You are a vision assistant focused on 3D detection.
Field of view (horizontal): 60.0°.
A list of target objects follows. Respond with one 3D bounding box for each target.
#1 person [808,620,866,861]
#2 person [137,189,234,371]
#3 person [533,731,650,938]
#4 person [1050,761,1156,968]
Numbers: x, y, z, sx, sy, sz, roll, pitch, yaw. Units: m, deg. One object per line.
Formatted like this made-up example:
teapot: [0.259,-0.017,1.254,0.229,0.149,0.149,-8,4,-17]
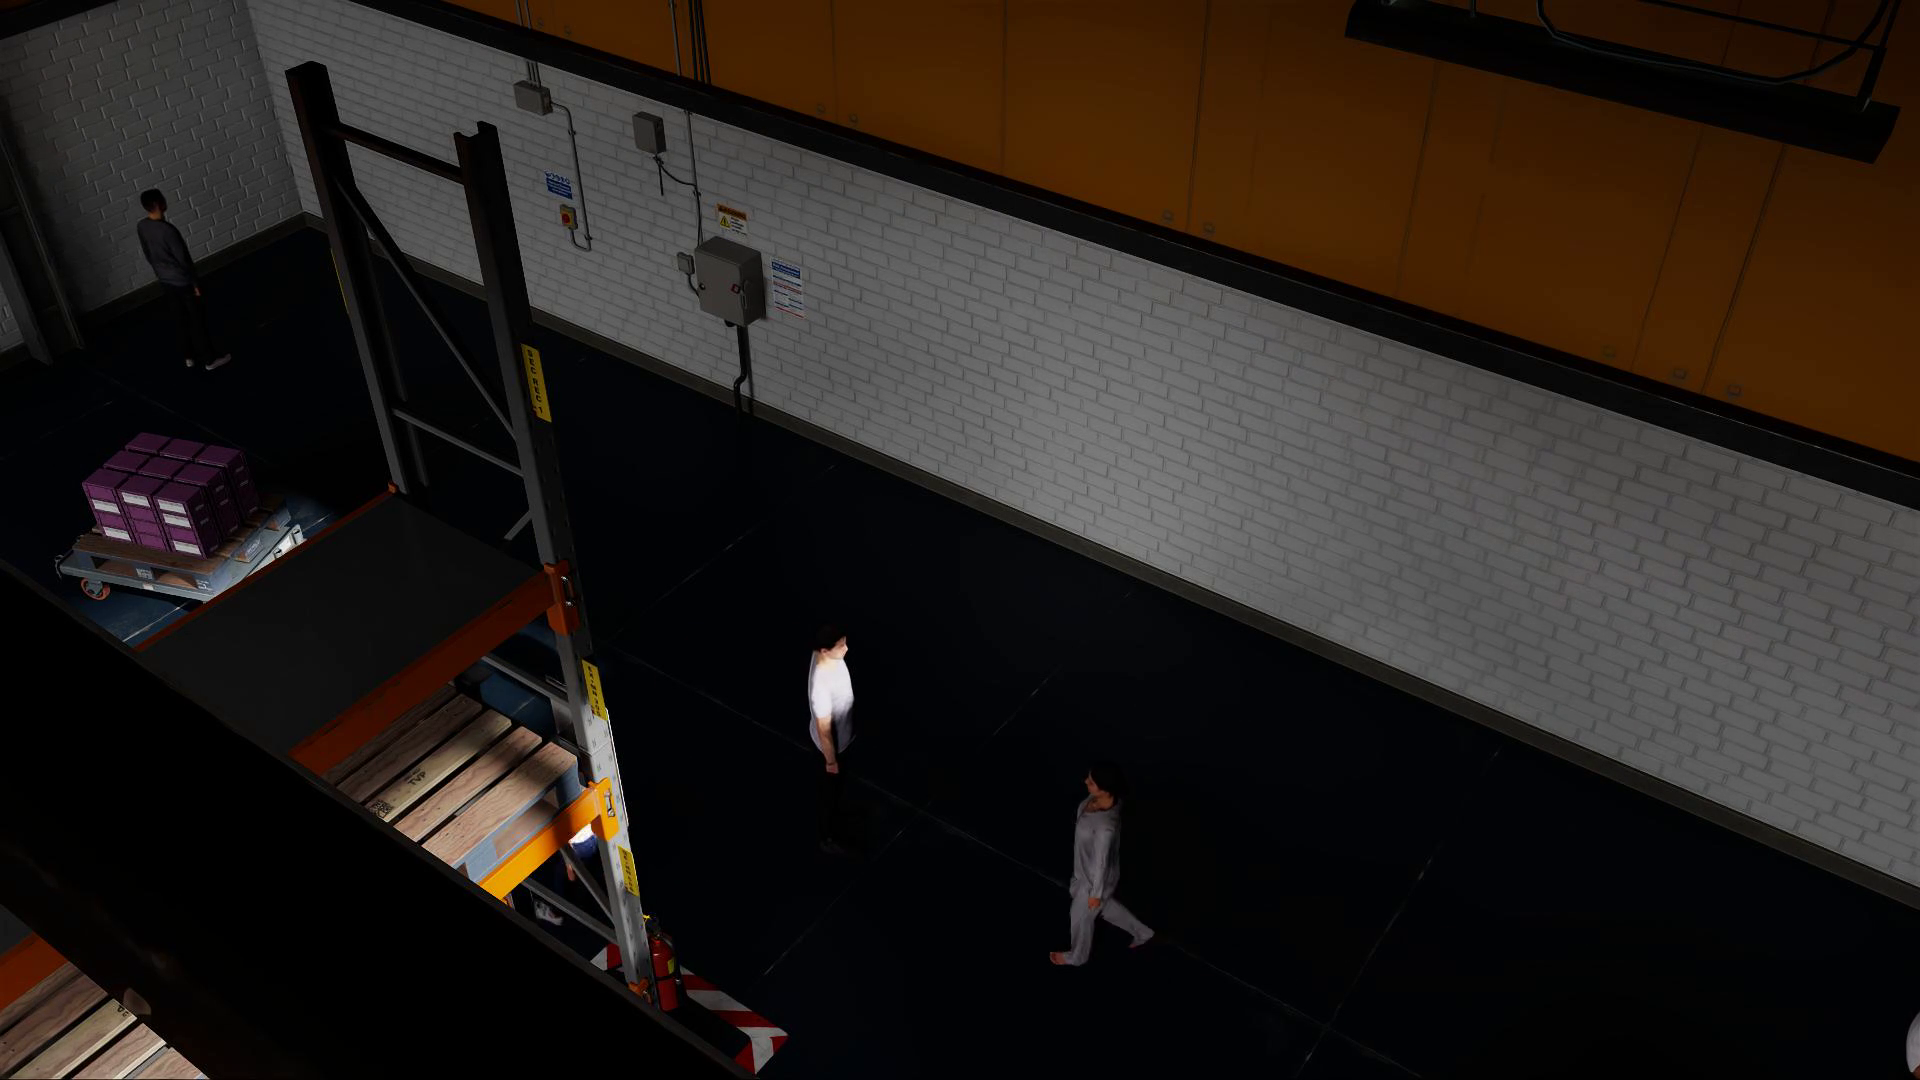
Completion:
person: [-0.823,1.237,10.512,0.805,1.862,0.698,0,39,0]
person: [-7.102,-2.361,15.099,0.671,1.760,0.611,13,40,16]
person: [-2.155,1.825,9.880,0.741,1.731,1.029,16,41,19]
person: [0.884,1.919,9.739,0.898,1.760,0.908,3,39,4]
